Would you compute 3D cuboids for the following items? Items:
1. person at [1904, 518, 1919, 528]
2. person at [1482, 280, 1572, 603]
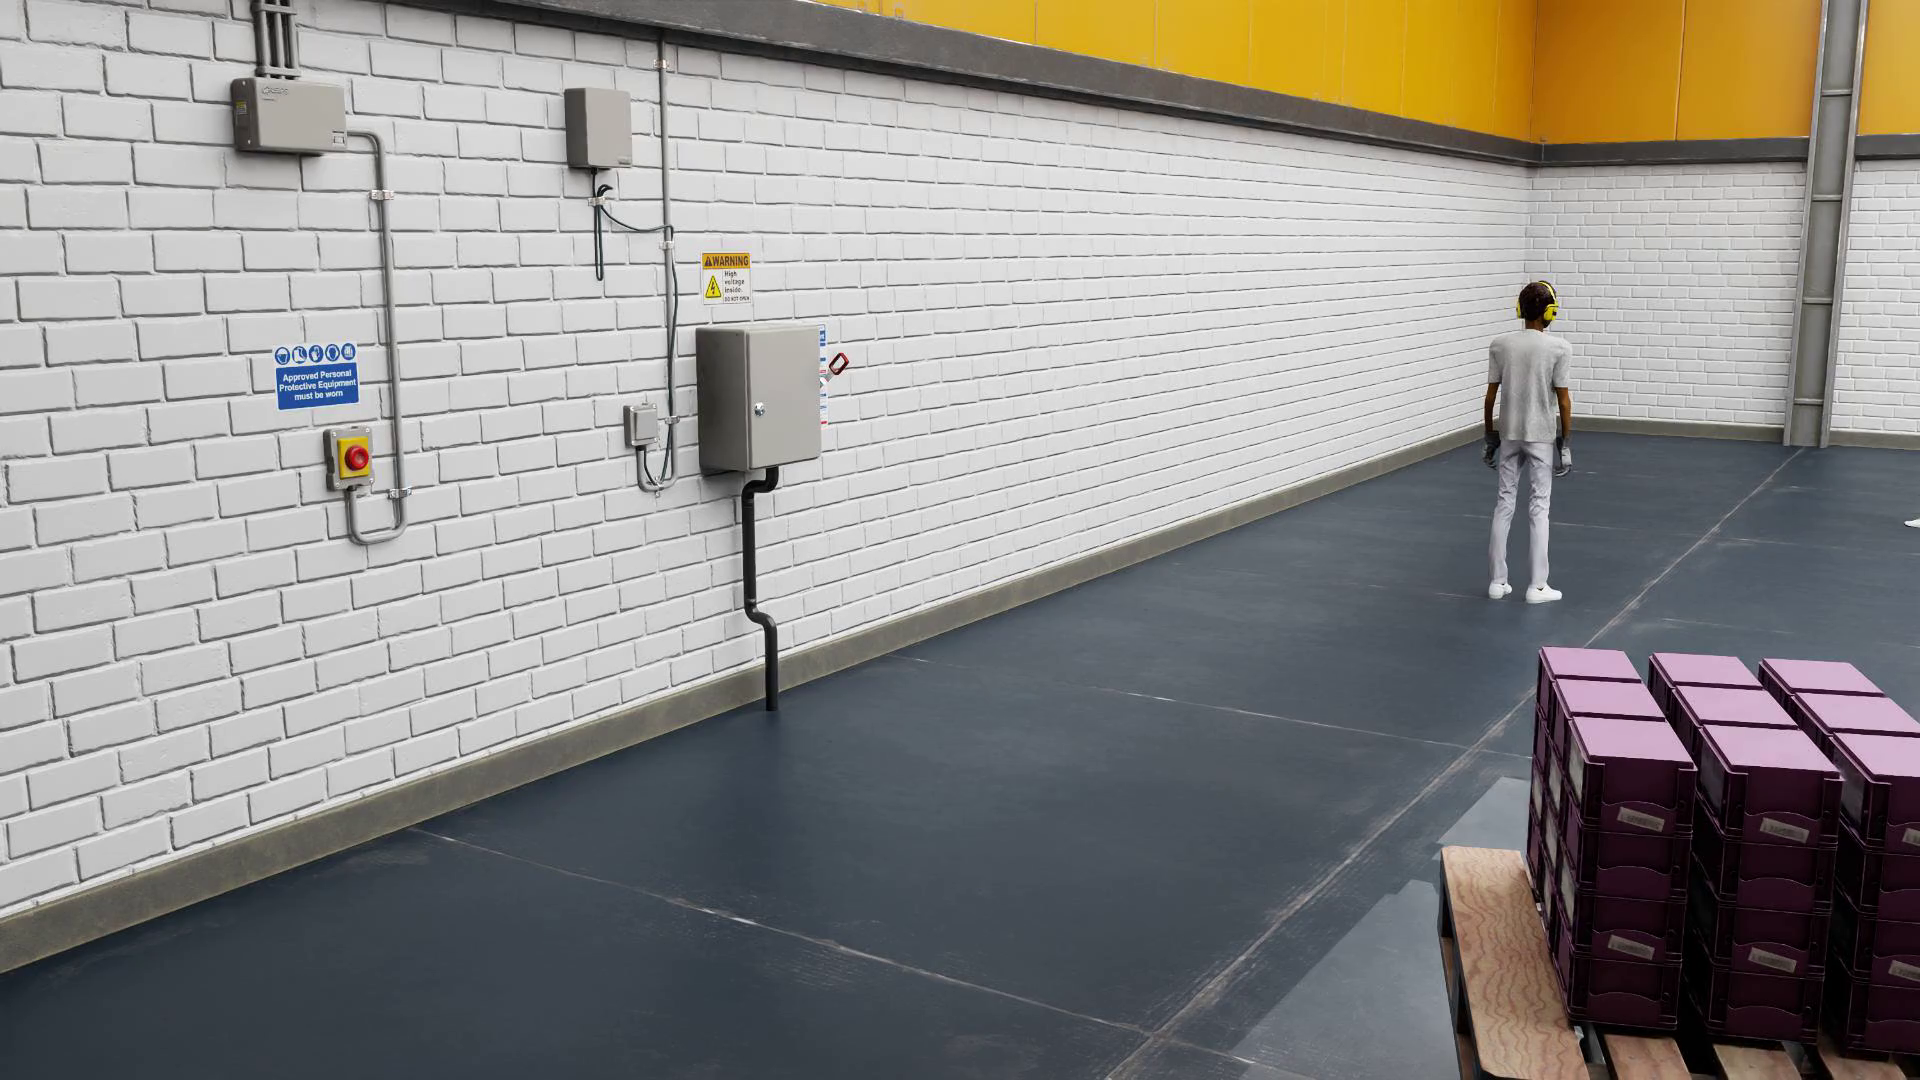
[{"bbox_3d":[7.121,-0.981,11.881,0.410,1.907,0.642,1,10,3],"label":"person"},{"bbox_3d":[3.307,-0.567,9.687,0.534,1.869,0.311,9,13,40],"label":"person"}]
